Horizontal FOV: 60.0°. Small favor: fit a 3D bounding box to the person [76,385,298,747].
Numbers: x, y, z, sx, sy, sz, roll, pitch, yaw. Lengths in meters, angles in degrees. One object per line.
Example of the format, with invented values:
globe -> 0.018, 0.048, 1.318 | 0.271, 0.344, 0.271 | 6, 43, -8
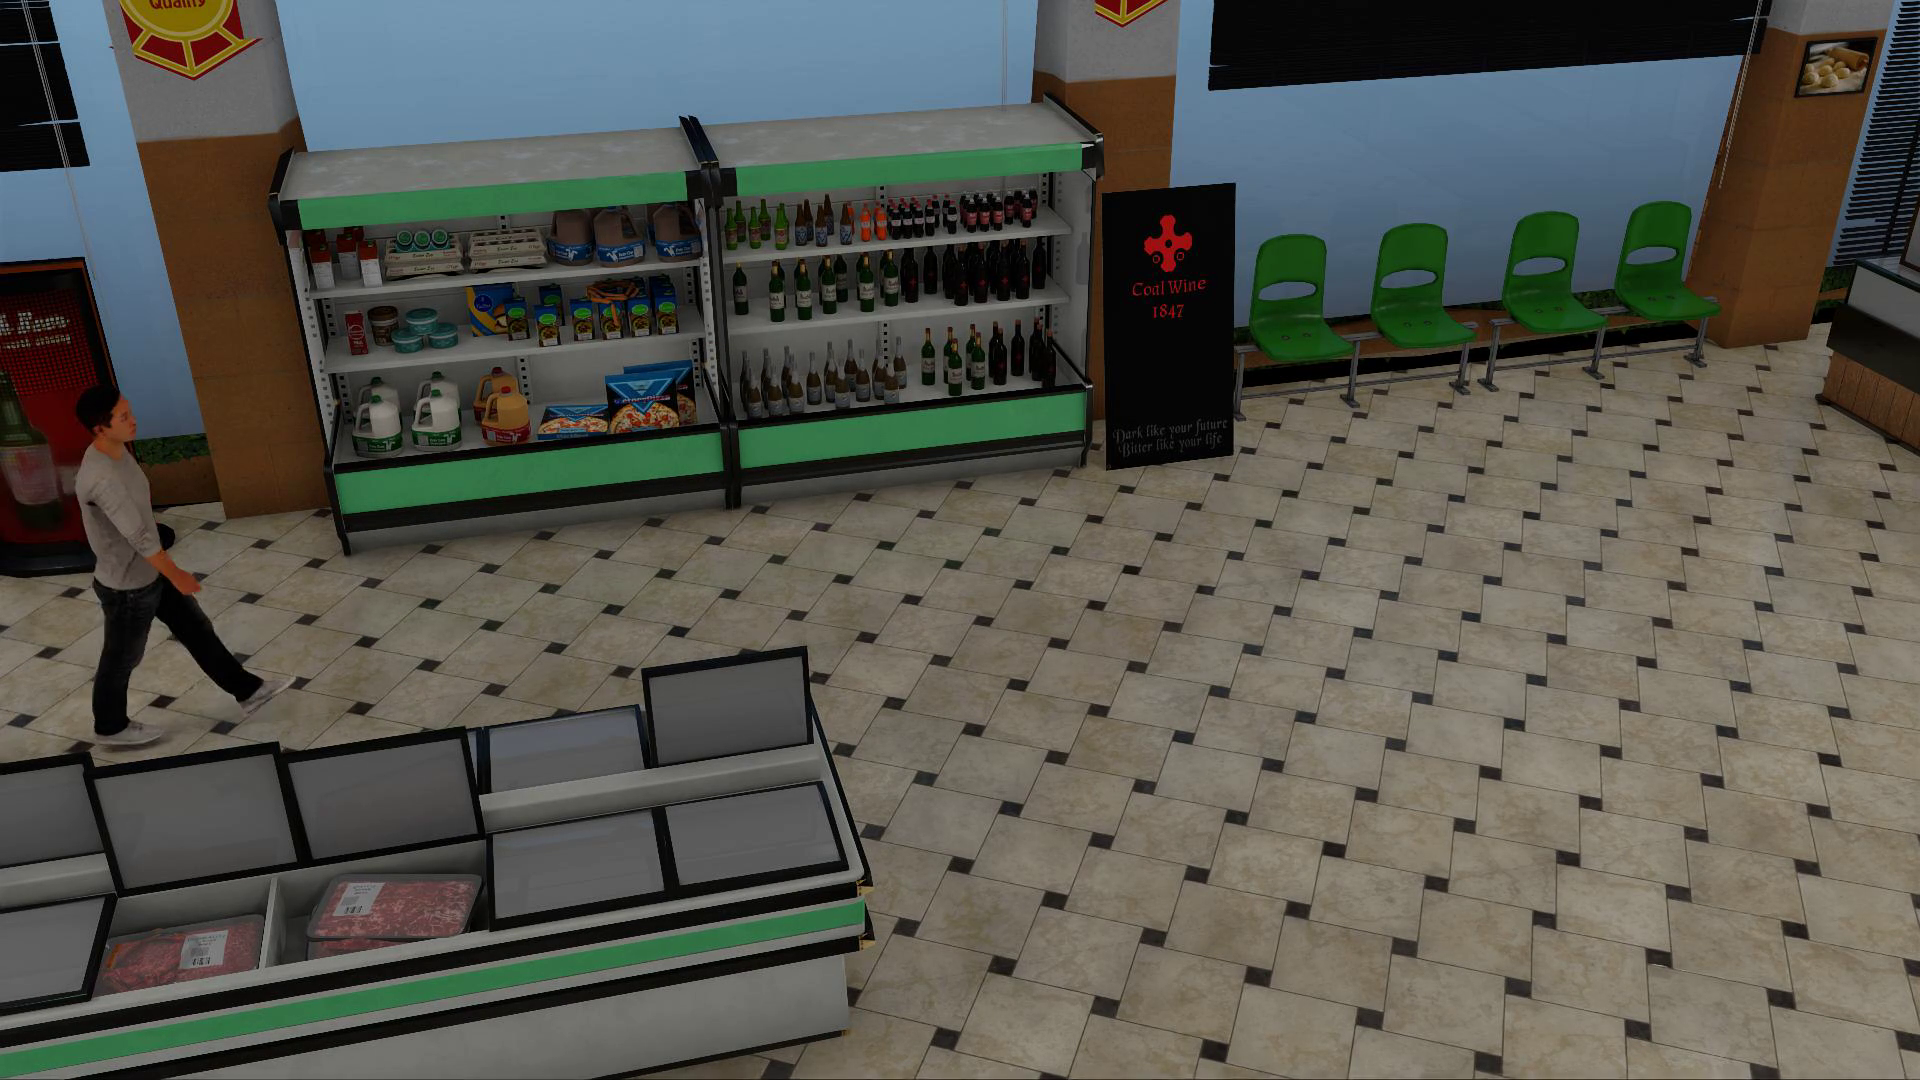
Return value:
person -> -3.755, 0.189, 7.342 | 1.096, 1.764, 0.627 | -8, 30, -15
